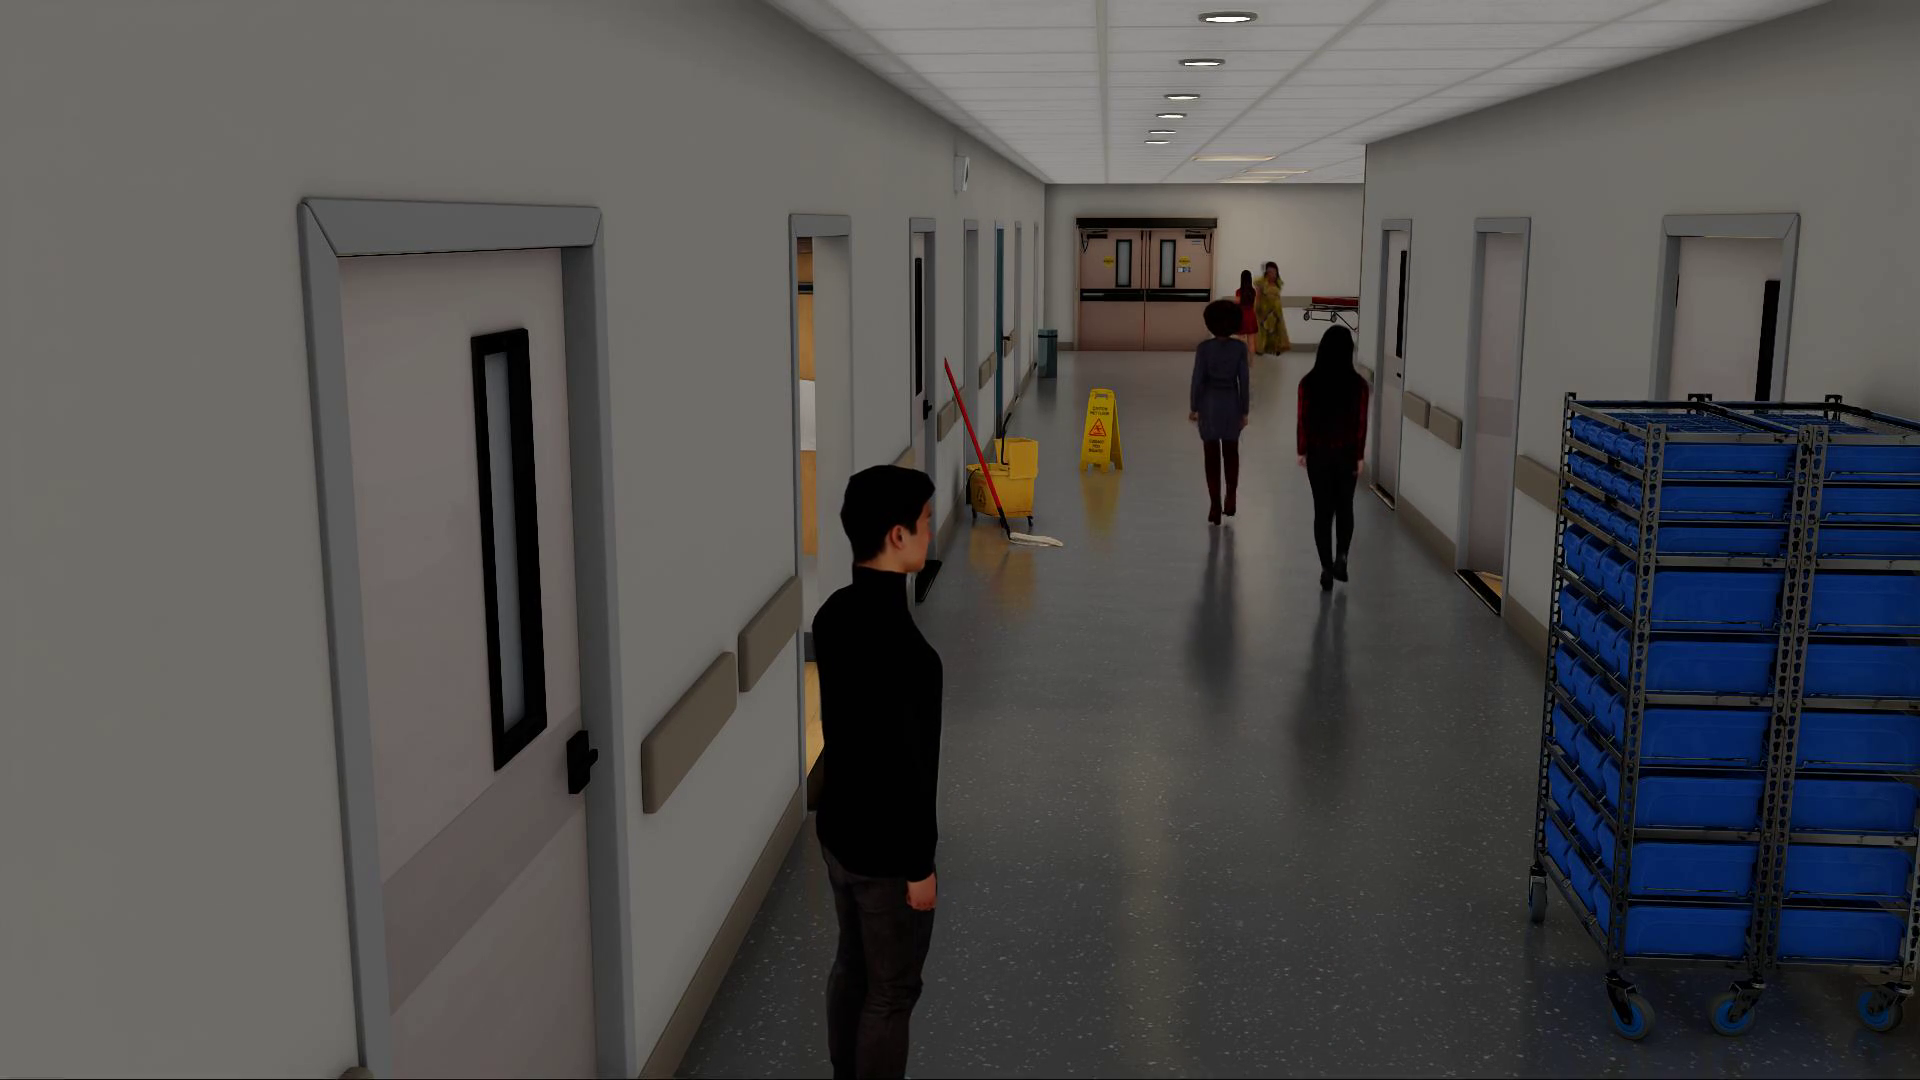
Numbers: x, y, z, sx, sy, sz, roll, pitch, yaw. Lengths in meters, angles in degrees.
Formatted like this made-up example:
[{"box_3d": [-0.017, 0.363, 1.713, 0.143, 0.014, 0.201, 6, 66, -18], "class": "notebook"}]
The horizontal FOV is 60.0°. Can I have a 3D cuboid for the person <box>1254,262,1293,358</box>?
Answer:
[{"box_3d": [5.272, -3.925, 28.529, 0.922, 1.607, 1.276, -2, 11, -11], "class": "person"}]

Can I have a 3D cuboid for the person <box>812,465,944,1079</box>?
[{"box_3d": [-0.196, 0.674, 3.977, 0.780, 1.723, 0.646, -4, 12, -22], "class": "person"}]

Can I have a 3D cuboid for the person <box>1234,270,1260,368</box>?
[{"box_3d": [4.583, -3.554, 26.695, 0.656, 1.553, 0.715, -4, 12, -21], "class": "person"}]

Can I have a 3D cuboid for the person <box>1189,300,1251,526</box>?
[{"box_3d": [1.979, -0.950, 12.599, 0.619, 1.699, 0.628, 0, 11, -3], "class": "person"}]

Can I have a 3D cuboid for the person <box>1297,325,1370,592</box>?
[{"box_3d": [2.311, -0.493, 10.331, 0.595, 1.647, 0.570, 2, 11, 9], "class": "person"}]
